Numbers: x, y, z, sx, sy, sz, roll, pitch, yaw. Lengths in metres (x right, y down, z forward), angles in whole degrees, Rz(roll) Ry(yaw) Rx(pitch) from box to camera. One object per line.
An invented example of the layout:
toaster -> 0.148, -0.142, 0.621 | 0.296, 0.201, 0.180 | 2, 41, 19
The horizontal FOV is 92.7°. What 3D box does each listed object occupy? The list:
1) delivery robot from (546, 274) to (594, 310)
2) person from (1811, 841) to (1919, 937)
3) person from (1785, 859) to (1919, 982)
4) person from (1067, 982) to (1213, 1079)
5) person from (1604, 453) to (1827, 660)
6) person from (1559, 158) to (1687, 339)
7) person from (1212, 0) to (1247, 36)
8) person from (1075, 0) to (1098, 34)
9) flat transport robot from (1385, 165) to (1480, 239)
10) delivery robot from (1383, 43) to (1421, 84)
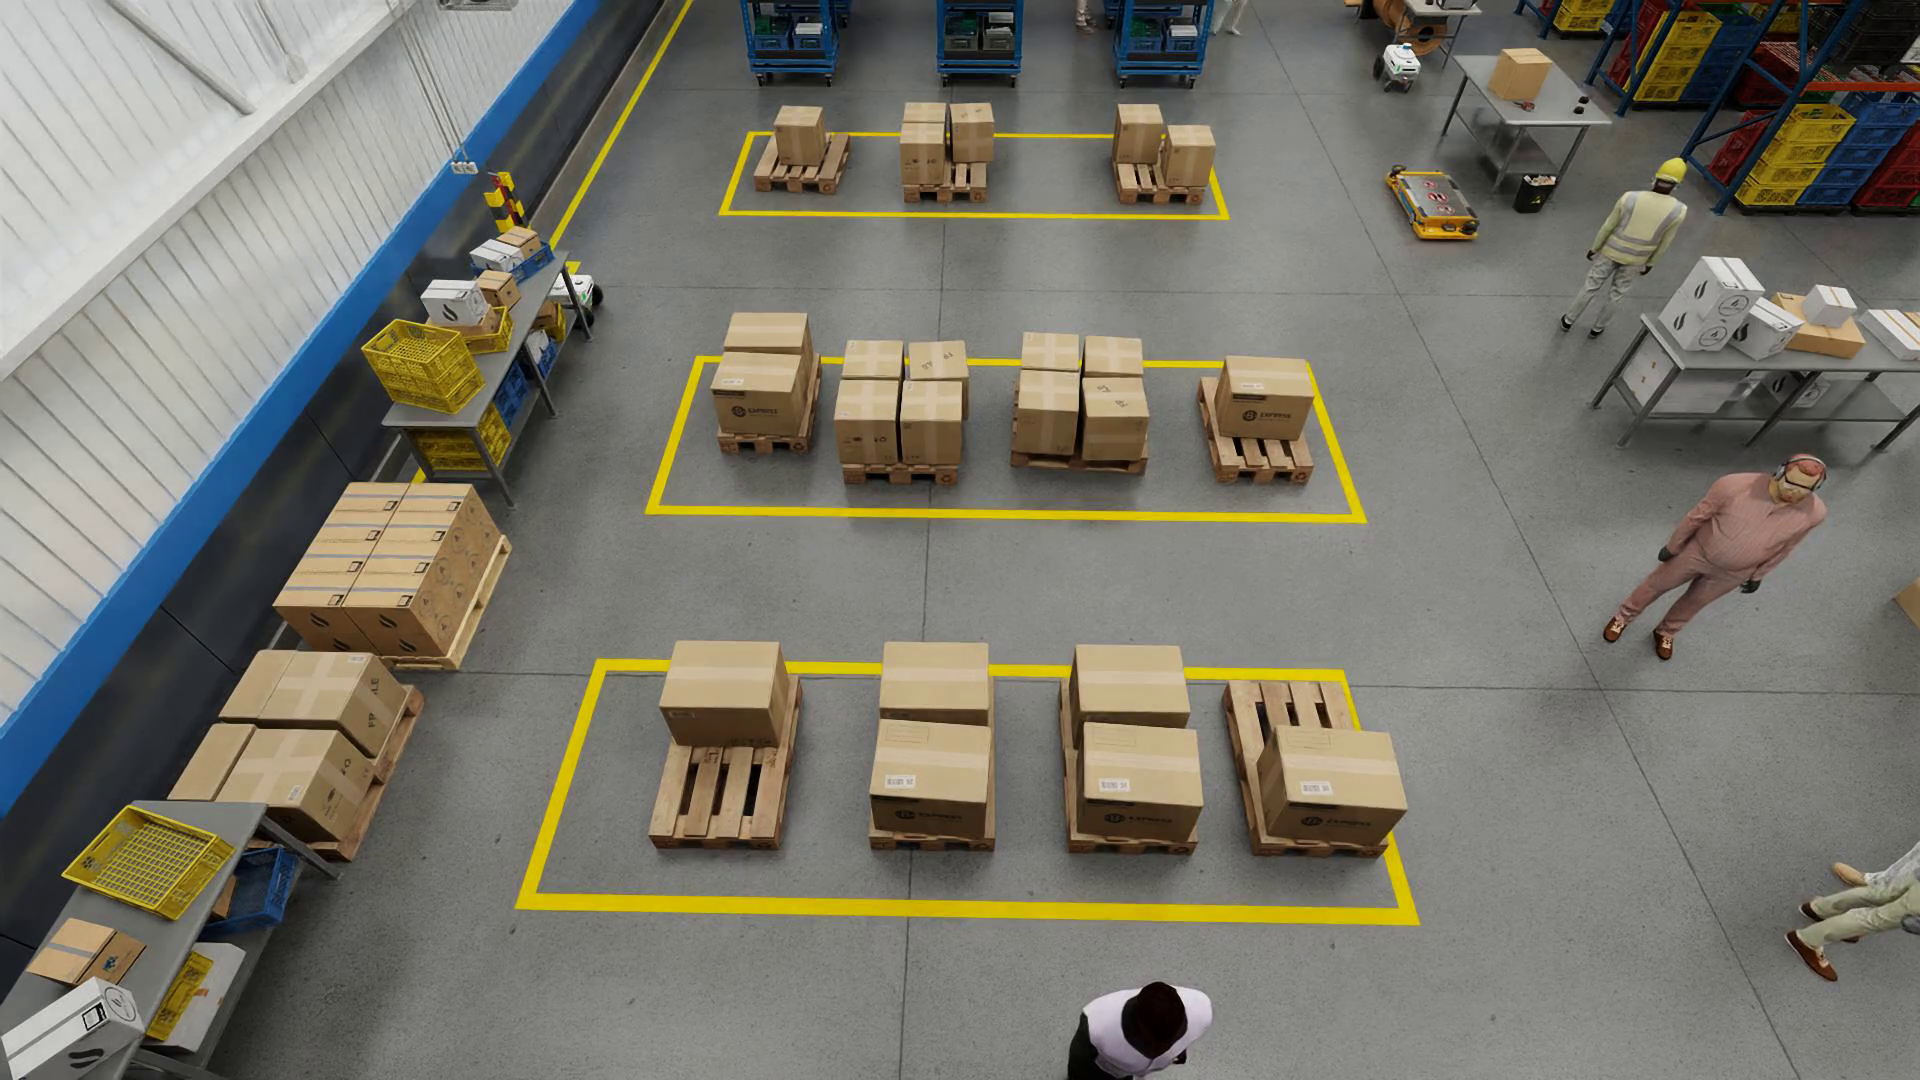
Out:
delivery robot -> -4.182, -2.576, 9.498 | 0.707, 0.478, 0.477 | -1, 49, -1
person -> 5.544, 1.663, 5.054 | 0.623, 1.835, 0.431 | -31, 56, -24
person -> 5.230, 1.864, 4.866 | 0.527, 1.857, 0.356 | -32, 56, -25
person -> 0.798, 2.407, 4.350 | 0.592, 1.917, 0.375 | -6, 49, -5
person -> 5.224, 0.137, 6.323 | 0.639, 1.909, 0.406 | 22, 53, 18
person -> 6.474, -2.805, 8.920 | 0.588, 1.829, 0.403 | 26, 54, 21
person -> 4.354, -8.627, 14.101 | 0.573, 1.606, 0.406 | -15, 51, -13
person -> 2.032, -8.964, 14.141 | 0.373, 1.997, 0.619 | 17, 51, 14
flat transport robot -> 5.692, -4.094, 11.059 | 0.652, 0.197, 1.431 | 1, 49, 1
delivery robot -> 6.387, -6.916, 13.255 | 0.477, 0.478, 0.707 | 2, 49, 1
